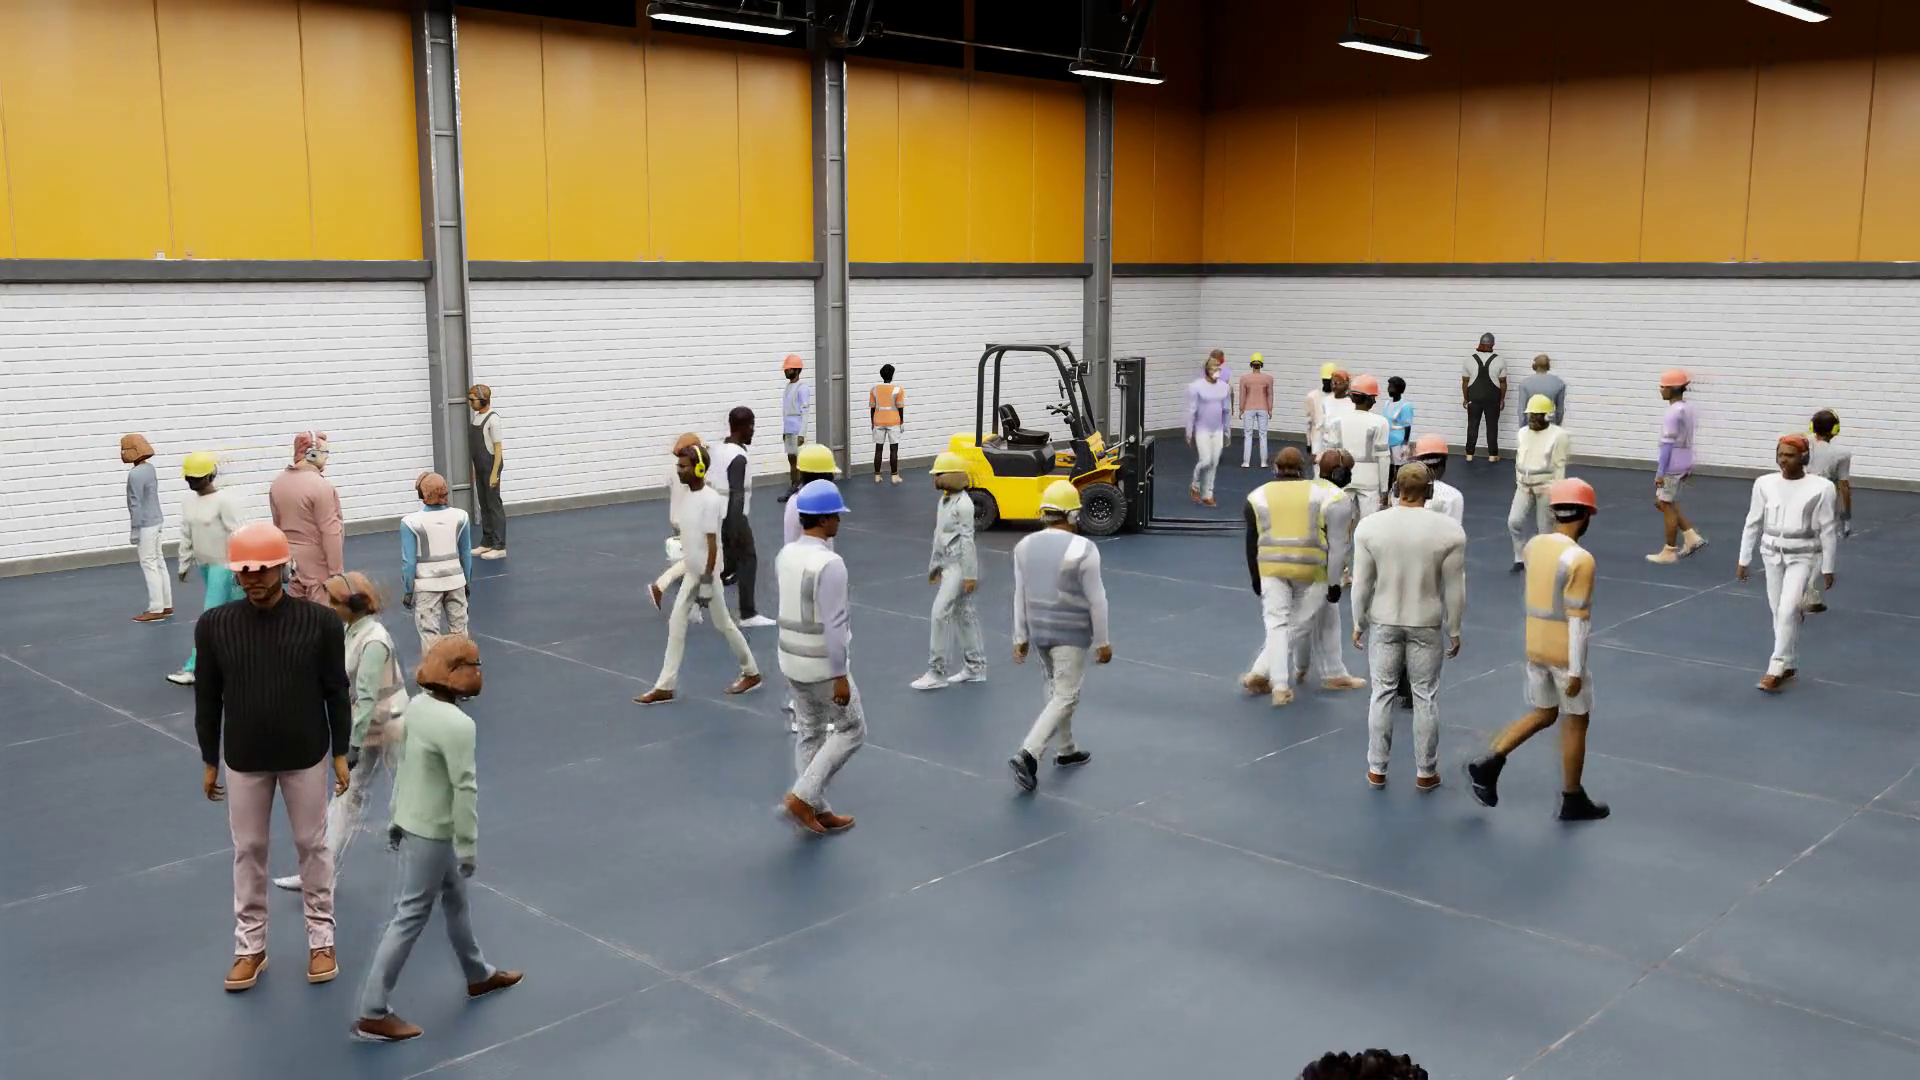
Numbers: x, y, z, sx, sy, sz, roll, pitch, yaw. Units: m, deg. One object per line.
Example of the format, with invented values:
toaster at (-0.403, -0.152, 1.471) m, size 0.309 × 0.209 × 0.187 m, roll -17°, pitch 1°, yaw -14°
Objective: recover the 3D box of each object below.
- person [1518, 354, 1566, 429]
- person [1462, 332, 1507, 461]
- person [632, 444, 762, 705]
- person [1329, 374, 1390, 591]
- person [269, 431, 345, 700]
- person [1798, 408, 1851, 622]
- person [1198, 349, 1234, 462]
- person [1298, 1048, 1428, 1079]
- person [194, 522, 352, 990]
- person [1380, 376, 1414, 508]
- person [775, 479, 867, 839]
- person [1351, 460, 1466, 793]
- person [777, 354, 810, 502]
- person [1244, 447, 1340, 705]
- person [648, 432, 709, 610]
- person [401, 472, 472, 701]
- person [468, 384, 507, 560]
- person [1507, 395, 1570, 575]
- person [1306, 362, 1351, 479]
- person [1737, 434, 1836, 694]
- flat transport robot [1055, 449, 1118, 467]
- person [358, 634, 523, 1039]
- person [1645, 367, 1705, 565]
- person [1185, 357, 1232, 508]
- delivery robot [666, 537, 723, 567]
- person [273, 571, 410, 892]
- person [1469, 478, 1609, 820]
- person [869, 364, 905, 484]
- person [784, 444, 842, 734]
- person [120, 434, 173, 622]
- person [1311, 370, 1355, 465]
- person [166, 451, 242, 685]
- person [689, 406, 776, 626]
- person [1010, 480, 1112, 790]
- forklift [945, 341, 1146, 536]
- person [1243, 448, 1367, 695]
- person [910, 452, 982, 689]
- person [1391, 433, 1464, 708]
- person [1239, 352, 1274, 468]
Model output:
person at (7.865, -1.573, 22.524) m, size 0.632 × 1.894 × 1.005 m, roll 1°, pitch 9°, yaw 9°
person at (8.293, -2.263, 26.299) m, size 0.687 × 2.000 × 0.538 m, roll 4°, pitch 10°, yaw 23°
person at (-1.816, 0.234, 11.683) m, size 0.962 × 1.826 × 0.540 m, roll -6°, pitch 11°, yaw -34°
person at (3.779, -0.536, 15.699) m, size 0.605 × 2.045 × 0.386 m, roll 8°, pitch 12°, yaw 41°
person at (-4.551, 0.178, 11.765) m, size 0.637 × 1.902 × 0.406 m, roll 6°, pitch 11°, yaw 34°
person at (7.395, -0.218, 14.398) m, size 0.881 × 1.845 × 0.539 m, roll -8°, pitch 12°, yaw -40°
person at (3.923, -2.042, 25.684) m, size 0.554 × 1.802 × 0.905 m, roll 6°, pitch 11°, yaw 31°
person at (0.525, 1.686, 2.368) m, size 0.610 × 1.943 × 0.744 m, roll 8°, pitch 12°, yaw 39°
person at (-2.887, 0.905, 7.016) m, size 0.614 × 1.993 × 0.395 m, roll -2°, pitch 9°, yaw -12°
person at (5.472, -1.214, 20.921) m, size 0.317 × 1.695 × 0.540 m, roll -4°, pitch 10°, yaw -21°
person at (-0.746, 0.644, 8.782) m, size 0.430 × 1.936 × 0.631 m, roll -6°, pitch 11°, yaw -33°
person at (2.593, 0.503, 9.655) m, size 0.638 × 1.936 × 0.356 m, roll 3°, pitch 10°, yaw 18°
person at (-2.140, -1.424, 21.457) m, size 0.347 × 1.943 × 0.544 m, roll -6°, pitch 11°, yaw -33°
person at (2.355, 0.232, 11.822) m, size 0.664 × 1.770 × 0.996 m, roll 2°, pitch 9°, yaw 12°
person at (-2.458, -0.146, 14.632) m, size 0.648 × 1.607 × 0.505 m, roll -7°, pitch 11°, yaw -36°
person at (-3.621, 0.343, 11.550) m, size 0.510 × 1.640 × 0.308 m, roll -9°, pitch 13°, yaw -42°
person at (-4.969, -0.716, 17.435) m, size 0.344 × 1.839 × 0.505 m, roll -8°, pitch 12°, yaw -40°
person at (5.633, -0.511, 16.256) m, size 0.483 × 1.815 × 0.596 m, roll -7°, pitch 12°, yaw -38°
person at (4.592, -1.272, 20.695) m, size 0.590 × 1.896 × 0.854 m, roll 4°, pitch 10°, yaw 23°
person at (5.885, 0.172, 11.948) m, size 0.865 × 1.848 × 0.602 m, roll -7°, pitch 12°, yaw -37°
flat transport robot at (1.924, -1.293, 25.766) m, size 0.652 × 0.197 × 1.431 m, roll 7°, pitch 12°, yaw 38°
person at (-2.126, 1.171, 6.666) m, size 0.743 × 1.592 × 0.524 m, roll -7°, pitch 12°, yaw -36°
person at (7.313, -0.748, 17.039) m, size 0.489 × 2.031 × 0.605 m, roll 6°, pitch 11°, yaw 34°
person at (3.176, -1.359, 21.106) m, size 0.651 × 1.923 × 0.430 m, roll -5°, pitch 10°, yaw -26°
delivery robot at (-2.486, 0.091, 16.123) m, size 0.707 × 0.478 × 0.477 m, roll -1°, pitch 9°, yaw -3°
person at (-2.872, 0.941, 7.977) m, size 0.858 × 1.587 × 0.537 m, roll -7°, pitch 11°, yaw -36°
person at (3.220, 0.612, 9.106) m, size 0.690 × 1.907 × 0.548 m, roll -3°, pitch 10°, yaw -18°
person at (-1.026, -1.639, 23.547) m, size 0.535 × 1.693 × 0.318 m, roll 3°, pitch 10°, yaw 20°
person at (-0.932, 0.330, 10.795) m, size 0.438 × 1.908 × 0.599 m, roll -2°, pitch 9°, yaw -12°
person at (-7.039, -0.109, 14.367) m, size 0.291 × 1.623 × 0.494 m, roll -2°, pitch 9°, yaw -11°
person at (4.349, -1.022, 19.222) m, size 0.579 × 1.865 × 0.573 m, roll -9°, pitch 13°, yaw -44°
person at (-5.511, 0.200, 12.172) m, size 0.561 × 1.703 × 0.860 m, roll 5°, pitch 11°, yaw 29°
person at (-1.963, -0.188, 14.022) m, size 0.708 × 1.895 × 0.615 m, roll -3°, pitch 10°, yaw -20°
person at (0.550, 0.548, 9.806) m, size 0.590 × 1.803 × 0.818 m, roll 9°, pitch 13°, yaw 43°
forklift at (0.977, -1.223, 19.452) m, size 2.313 × 2.155 × 1.214 m, roll 2°, pitch 9°, yaw 11°
person at (2.453, 0.231, 11.830) m, size 0.946 × 1.788 × 0.627 m, roll -2°, pitch 9°, yaw -10°
person at (-0.136, 0.225, 12.028) m, size 0.722 × 1.718 × 0.503 m, roll -3°, pitch 10°, yaw -18°
person at (3.233, 0.222, 11.478) m, size 0.411 × 1.903 × 0.567 m, roll -7°, pitch 12°, yaw -37°
person at (4.502, -1.968, 25.331) m, size 0.525 × 1.769 × 0.315 m, roll 1°, pitch 9°, yaw 3°
